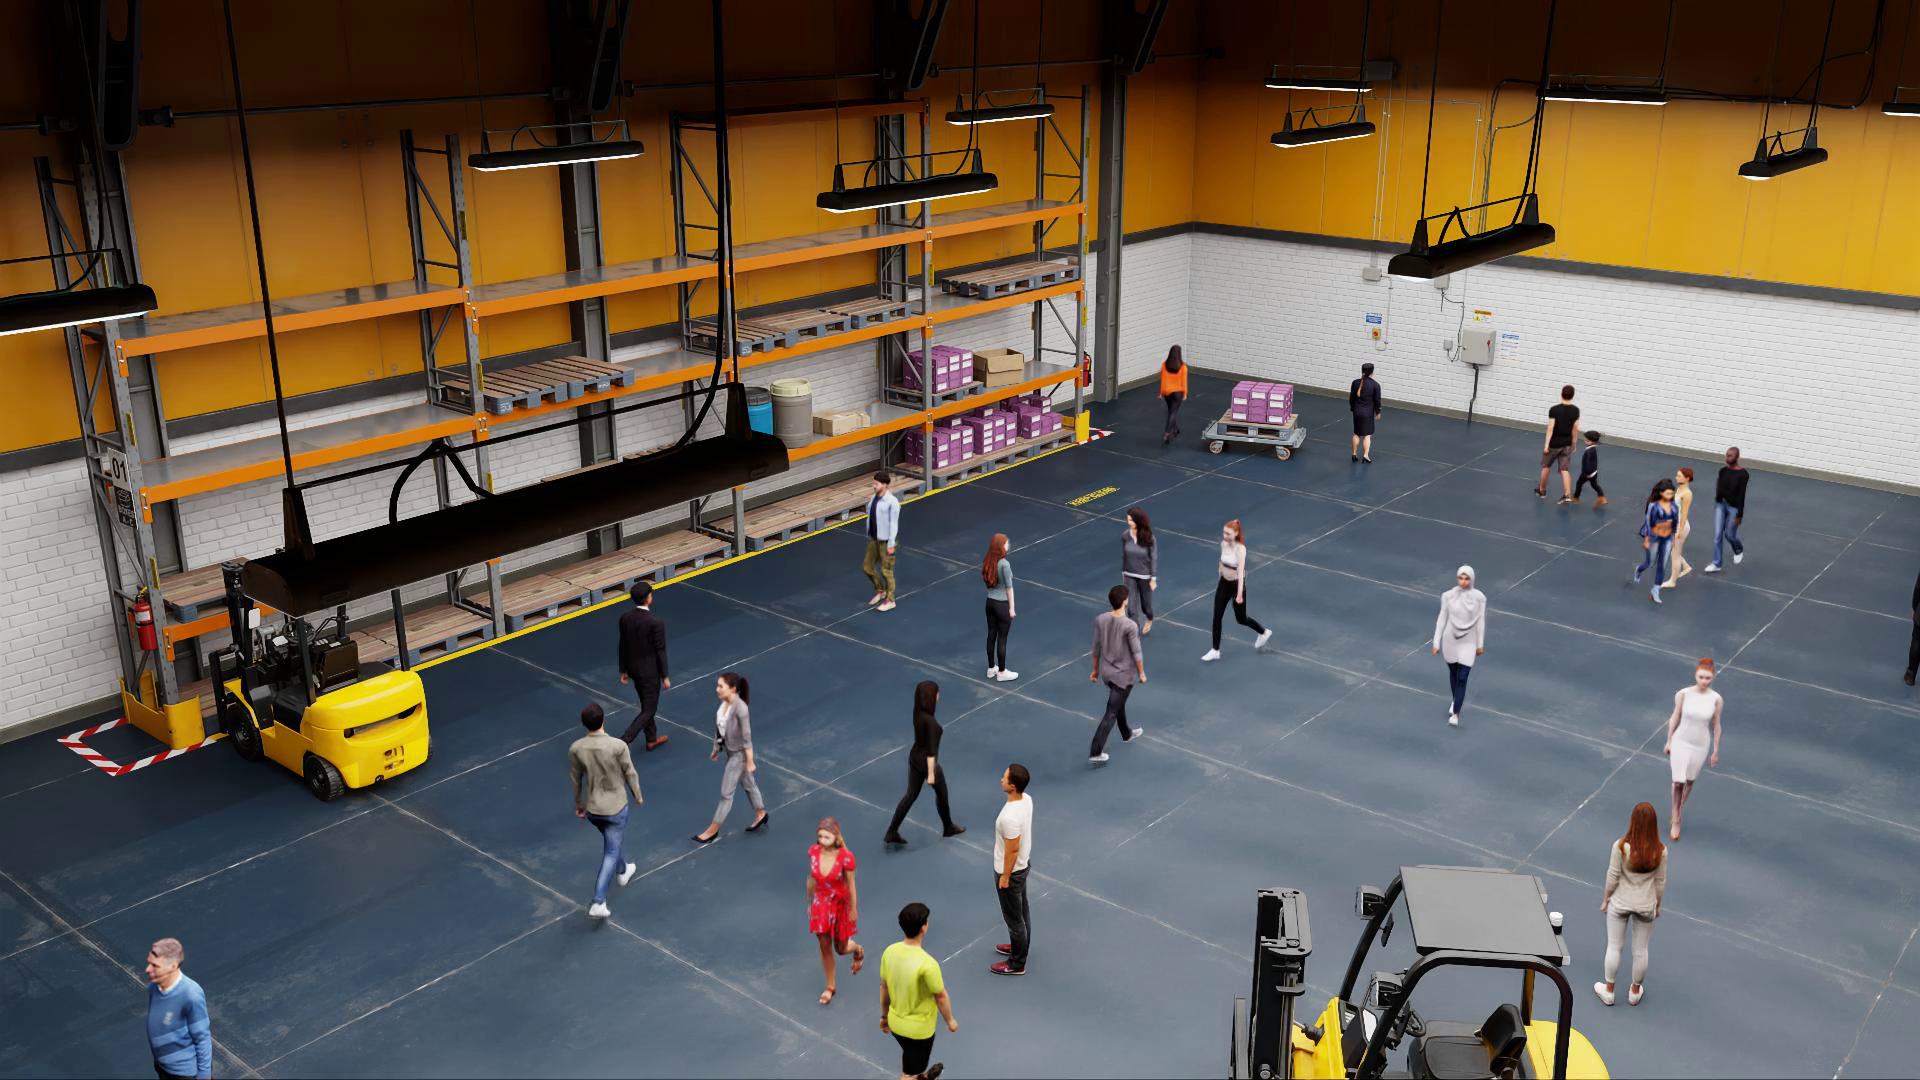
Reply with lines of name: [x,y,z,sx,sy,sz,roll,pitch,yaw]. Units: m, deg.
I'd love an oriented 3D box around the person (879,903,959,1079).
person: [-0.376,3.333,11.370,0.634,1.672,0.970,15,24,38]

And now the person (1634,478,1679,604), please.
person: [8.962,-0.008,21.396,0.903,1.605,0.953,-3,19,-8]

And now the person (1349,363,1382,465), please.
person: [6.675,-2.092,27.478,0.698,1.671,0.616,14,23,35]

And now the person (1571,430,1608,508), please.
person: [9.600,-1.073,25.188,0.559,1.203,0.775,17,25,40]

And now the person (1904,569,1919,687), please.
person: [10.959,0.808,18.696,0.633,1.781,0.611,13,22,33]

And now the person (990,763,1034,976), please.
person: [0.437,2.610,13.306,0.773,1.805,0.636,4,19,12]

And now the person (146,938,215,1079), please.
person: [-5.095,3.405,10.923,0.702,1.820,0.642,9,21,26]

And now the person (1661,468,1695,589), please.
person: [9.490,-0.156,21.784,0.793,1.636,0.742,0,19,1]

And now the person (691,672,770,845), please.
person: [-1.982,1.996,15.392,1.129,1.638,0.895,-10,21,-27]

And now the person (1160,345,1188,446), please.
person: [3.628,-2.448,28.496,0.721,1.697,1.148,11,22,30]

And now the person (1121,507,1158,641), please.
person: [2.166,0.432,19.876,0.799,1.740,1.090,8,20,21]

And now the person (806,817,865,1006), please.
person: [-0.959,2.831,13.002,0.686,1.580,0.837,8,20,23]

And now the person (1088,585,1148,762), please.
person: [1.544,1.395,16.907,1.204,1.809,0.780,-17,25,-41]

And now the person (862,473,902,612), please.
person: [-0.908,0.009,21.038,0.648,1.799,0.698,-17,25,-41]

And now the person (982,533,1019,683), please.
person: [0.442,0.755,18.909,0.603,1.744,0.619,-14,23,-36]

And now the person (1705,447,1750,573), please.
person: [10.400,-0.413,22.396,0.959,1.733,0.750,-12,22,-32]

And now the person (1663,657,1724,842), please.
person: [6.788,1.901,15.457,0.743,1.777,0.814,5,19,15]

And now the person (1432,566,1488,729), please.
person: [5.385,1.103,17.887,0.835,1.738,1.147,8,20,23]

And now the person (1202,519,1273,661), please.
person: [3.275,0.583,19.470,1.225,1.712,0.929,-9,20,-24]

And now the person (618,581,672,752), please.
person: [-3.275,1.365,16.918,0.800,1.859,1.119,12,22,31]

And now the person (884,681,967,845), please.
person: [-0.398,2.072,15.212,1.127,1.609,0.828,-10,21,-28]

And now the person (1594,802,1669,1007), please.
person: [5.200,2.814,12.845,0.684,1.713,0.705,3,19,10]

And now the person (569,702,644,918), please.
person: [-3.034,2.314,14.121,1.056,1.845,1.310,5,19,14]

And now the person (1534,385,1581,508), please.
person: [9.133,-1.406,25.195,1.185,1.828,1.247,-2,19,-7]
